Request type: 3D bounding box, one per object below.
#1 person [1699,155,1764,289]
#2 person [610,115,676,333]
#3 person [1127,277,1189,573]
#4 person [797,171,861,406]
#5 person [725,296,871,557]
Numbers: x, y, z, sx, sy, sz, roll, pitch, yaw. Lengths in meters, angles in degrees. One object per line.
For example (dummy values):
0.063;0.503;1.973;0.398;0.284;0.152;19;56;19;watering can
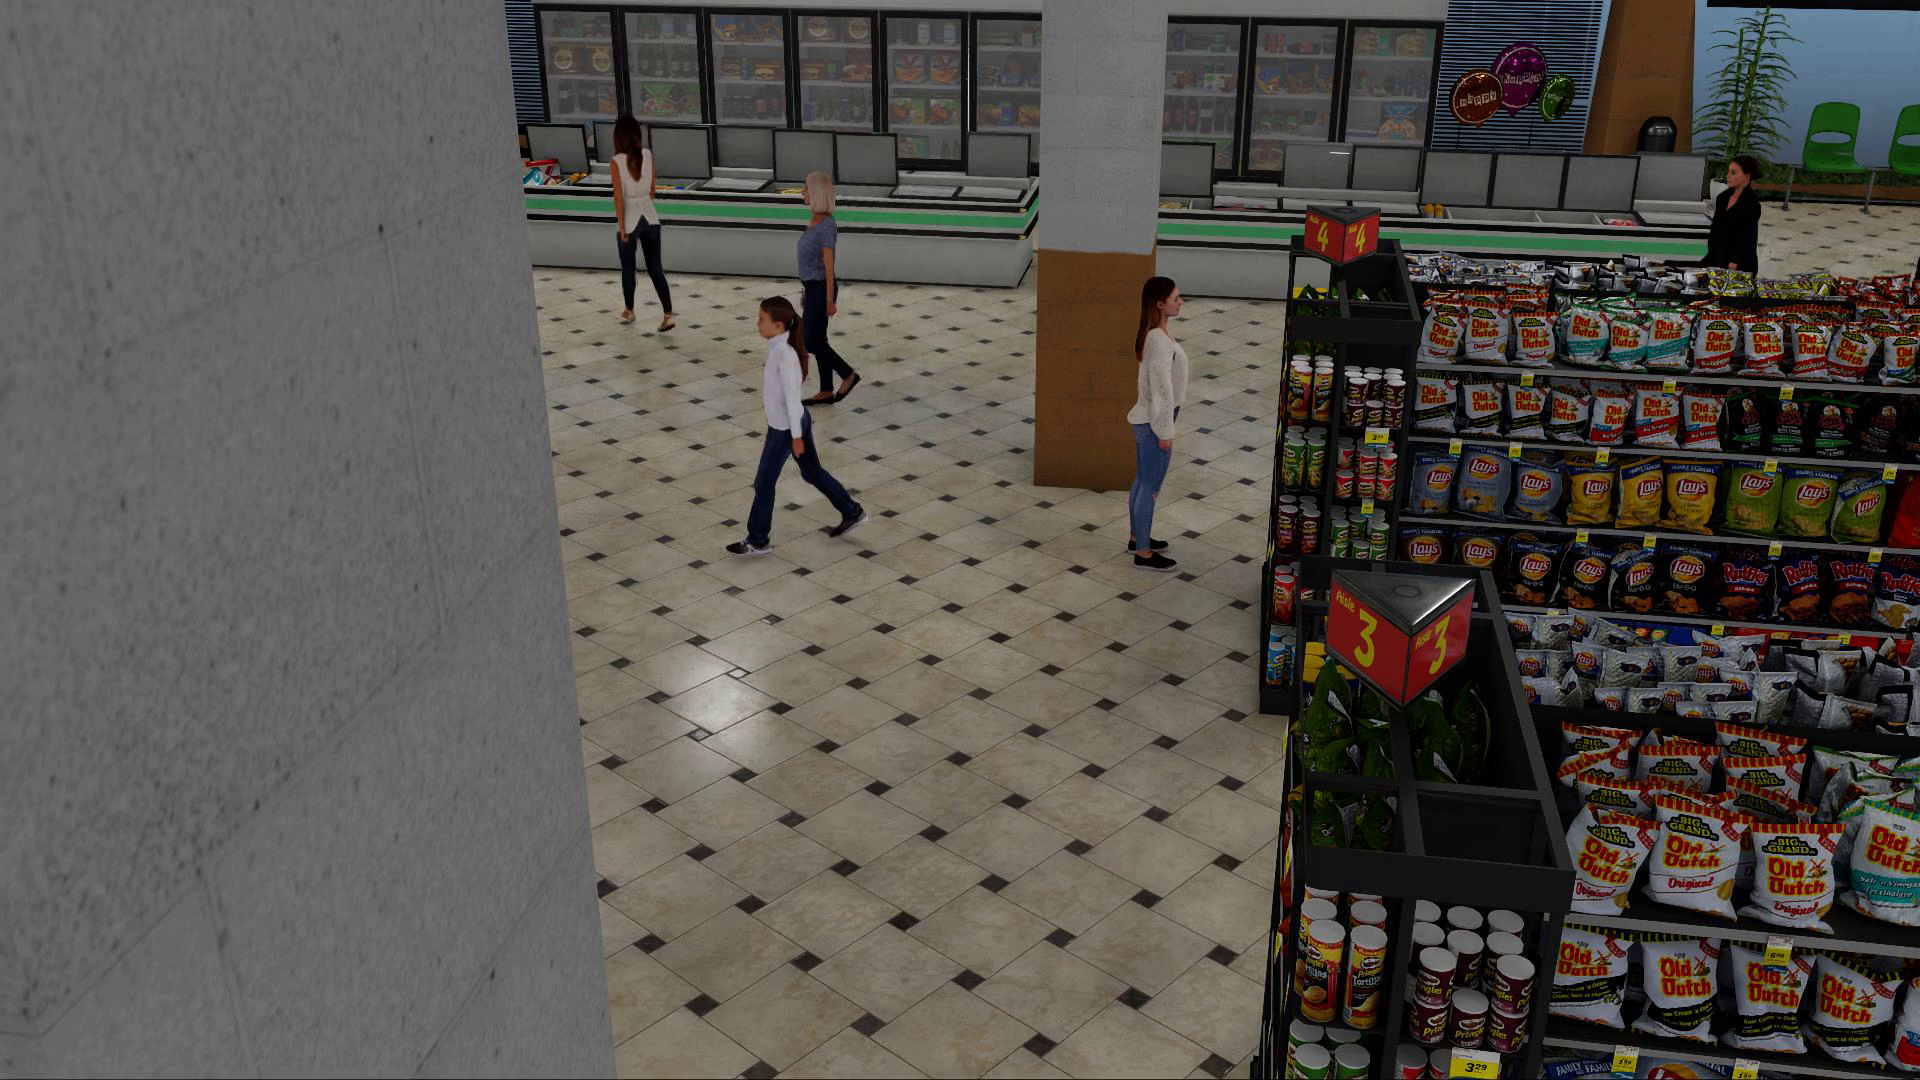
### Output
5.887;-2.034;12.541;0.915;1.700;0.813;-6;24;-13;person
-2.591;-2.563;13.679;1.048;1.757;1.100;-16;28;-32;person
1.100;-0.662;9.415;0.600;1.692;0.660;0;24;0;person
-0.927;-1.784;11.955;0.757;1.712;0.692;-4;24;-9;person
-0.899;-0.639;9.578;1.144;1.519;0.810;-4;24;-9;person
